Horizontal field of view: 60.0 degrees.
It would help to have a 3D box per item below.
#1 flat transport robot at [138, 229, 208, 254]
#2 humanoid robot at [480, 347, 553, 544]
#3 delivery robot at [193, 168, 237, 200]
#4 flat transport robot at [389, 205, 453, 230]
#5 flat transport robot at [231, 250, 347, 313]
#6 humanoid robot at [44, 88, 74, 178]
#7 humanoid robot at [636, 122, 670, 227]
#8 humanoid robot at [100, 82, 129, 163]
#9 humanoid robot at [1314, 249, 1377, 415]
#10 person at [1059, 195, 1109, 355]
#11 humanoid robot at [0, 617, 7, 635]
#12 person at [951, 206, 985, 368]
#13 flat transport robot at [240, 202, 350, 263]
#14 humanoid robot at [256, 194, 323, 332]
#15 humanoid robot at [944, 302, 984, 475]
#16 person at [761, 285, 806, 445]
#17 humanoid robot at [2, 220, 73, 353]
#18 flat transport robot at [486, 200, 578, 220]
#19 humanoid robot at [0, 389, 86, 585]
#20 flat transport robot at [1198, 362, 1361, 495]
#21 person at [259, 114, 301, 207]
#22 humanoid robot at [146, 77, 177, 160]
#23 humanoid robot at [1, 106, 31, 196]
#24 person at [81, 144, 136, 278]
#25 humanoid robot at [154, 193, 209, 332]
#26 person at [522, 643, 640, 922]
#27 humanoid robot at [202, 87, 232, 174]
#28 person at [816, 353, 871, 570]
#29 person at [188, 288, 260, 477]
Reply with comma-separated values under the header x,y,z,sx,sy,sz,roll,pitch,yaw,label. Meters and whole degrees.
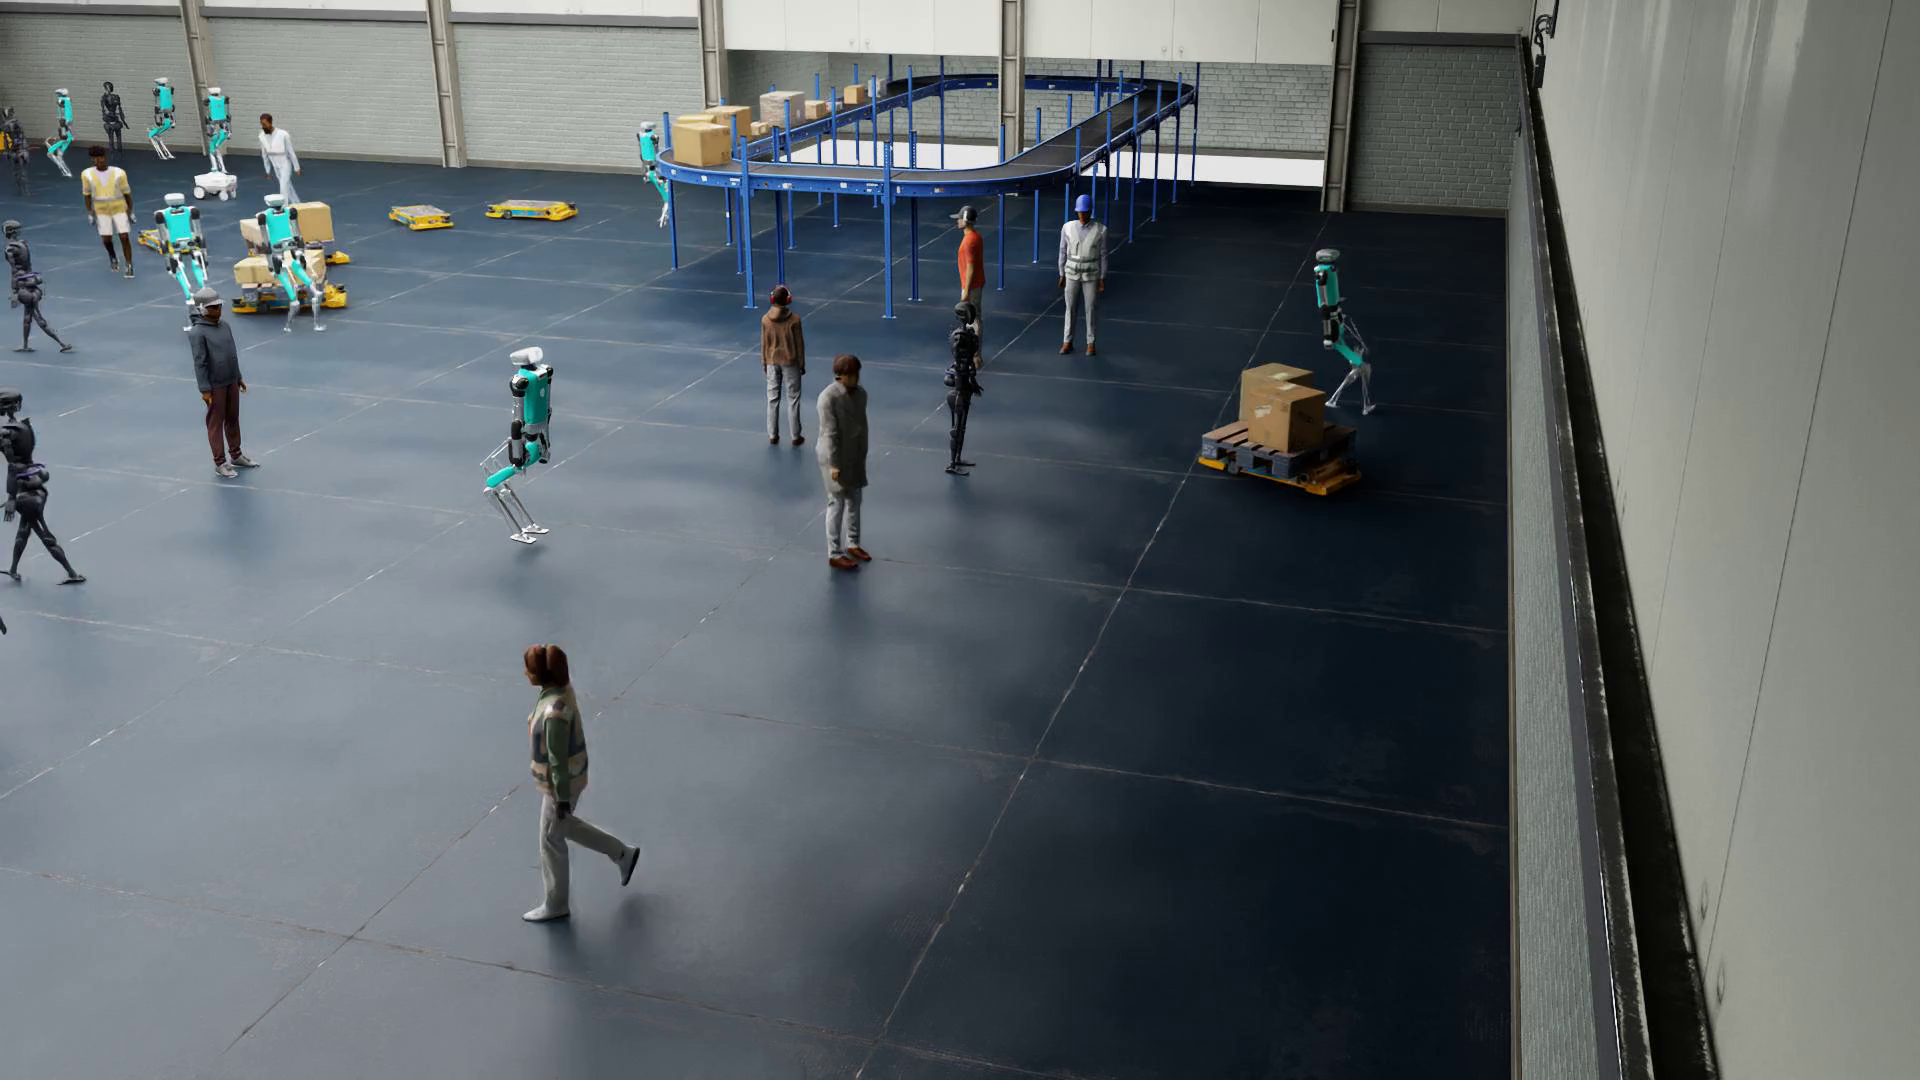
x,y,z,sx,sy,sz,roll,pitch,yaw,label
-12.573,-4.770,26.550,0.659,0.231,1.431,-17,27,-37,flat transport robot
-3.792,-0.819,14.074,0.735,1.677,0.533,6,22,16,humanoid robot
-13.855,-6.609,30.927,0.769,0.598,0.519,4,22,11,delivery robot
-9.254,-5.536,28.537,0.659,0.231,1.431,-14,25,-32,flat transport robot
-9.162,-3.300,22.738,1.431,0.231,0.659,-6,22,-16,flat transport robot
-17.841,-7.993,32.891,0.714,1.802,0.545,-5,22,-12,humanoid robot
-5.063,-6.200,28.306,0.753,1.840,0.536,-20,28,-41,humanoid robot
-17.829,-8.809,35.048,0.315,1.657,0.599,6,22,16,humanoid robot
4.259,-2.211,17.941,0.965,1.797,0.544,10,23,25,humanoid robot
1.491,-3.215,20.185,0.603,1.949,0.386,5,22,13,person
-6.661,0.485,10.971,0.589,1.647,0.386,-13,25,-31,humanoid robot
0.091,-2.984,19.637,0.404,1.912,0.475,4,21,11,person
-10.139,-4.292,25.310,1.431,0.231,0.659,-15,26,-34,flat transport robot
-8.467,-3.488,21.196,0.822,1.763,0.532,18,28,39,humanoid robot
0.032,-1.485,16.051,0.315,1.657,0.599,6,22,16,humanoid robot
-1.795,-1.762,16.836,0.455,1.644,0.319,5,22,13,person
-11.319,-3.064,20.247,0.750,1.652,0.585,-3,21,-9,humanoid robot
-7.517,-5.788,29.191,1.431,0.231,0.659,4,22,11,flat transport robot
-7.540,-0.402,13.307,0.731,1.631,0.596,-5,22,-14,humanoid robot
3.096,-0.745,16.109,1.431,0.231,0.659,18,27,39,flat transport robot
-11.675,-6.355,28.471,0.613,1.848,0.950,9,23,23,person
-16.806,-8.834,34.865,0.735,1.677,0.533,6,22,16,humanoid robot
-17.643,-7.266,31.070,0.613,1.650,0.378,9,23,22,humanoid robot
-12.444,-4.823,24.369,0.644,1.941,0.536,-7,22,-17,person
-9.765,-3.479,21.081,0.544,1.746,0.681,-15,25,-33,humanoid robot
-2.094,1.293,8.945,0.585,1.623,0.520,-4,22,-11,person
-14.963,-8.165,33.426,0.686,1.863,0.532,16,27,36,humanoid robot
-0.930,-0.663,13.742,0.530,1.823,0.436,-18,28,-39,person
-7.118,-1.523,15.977,0.370,1.816,0.537,6,22,15,person
